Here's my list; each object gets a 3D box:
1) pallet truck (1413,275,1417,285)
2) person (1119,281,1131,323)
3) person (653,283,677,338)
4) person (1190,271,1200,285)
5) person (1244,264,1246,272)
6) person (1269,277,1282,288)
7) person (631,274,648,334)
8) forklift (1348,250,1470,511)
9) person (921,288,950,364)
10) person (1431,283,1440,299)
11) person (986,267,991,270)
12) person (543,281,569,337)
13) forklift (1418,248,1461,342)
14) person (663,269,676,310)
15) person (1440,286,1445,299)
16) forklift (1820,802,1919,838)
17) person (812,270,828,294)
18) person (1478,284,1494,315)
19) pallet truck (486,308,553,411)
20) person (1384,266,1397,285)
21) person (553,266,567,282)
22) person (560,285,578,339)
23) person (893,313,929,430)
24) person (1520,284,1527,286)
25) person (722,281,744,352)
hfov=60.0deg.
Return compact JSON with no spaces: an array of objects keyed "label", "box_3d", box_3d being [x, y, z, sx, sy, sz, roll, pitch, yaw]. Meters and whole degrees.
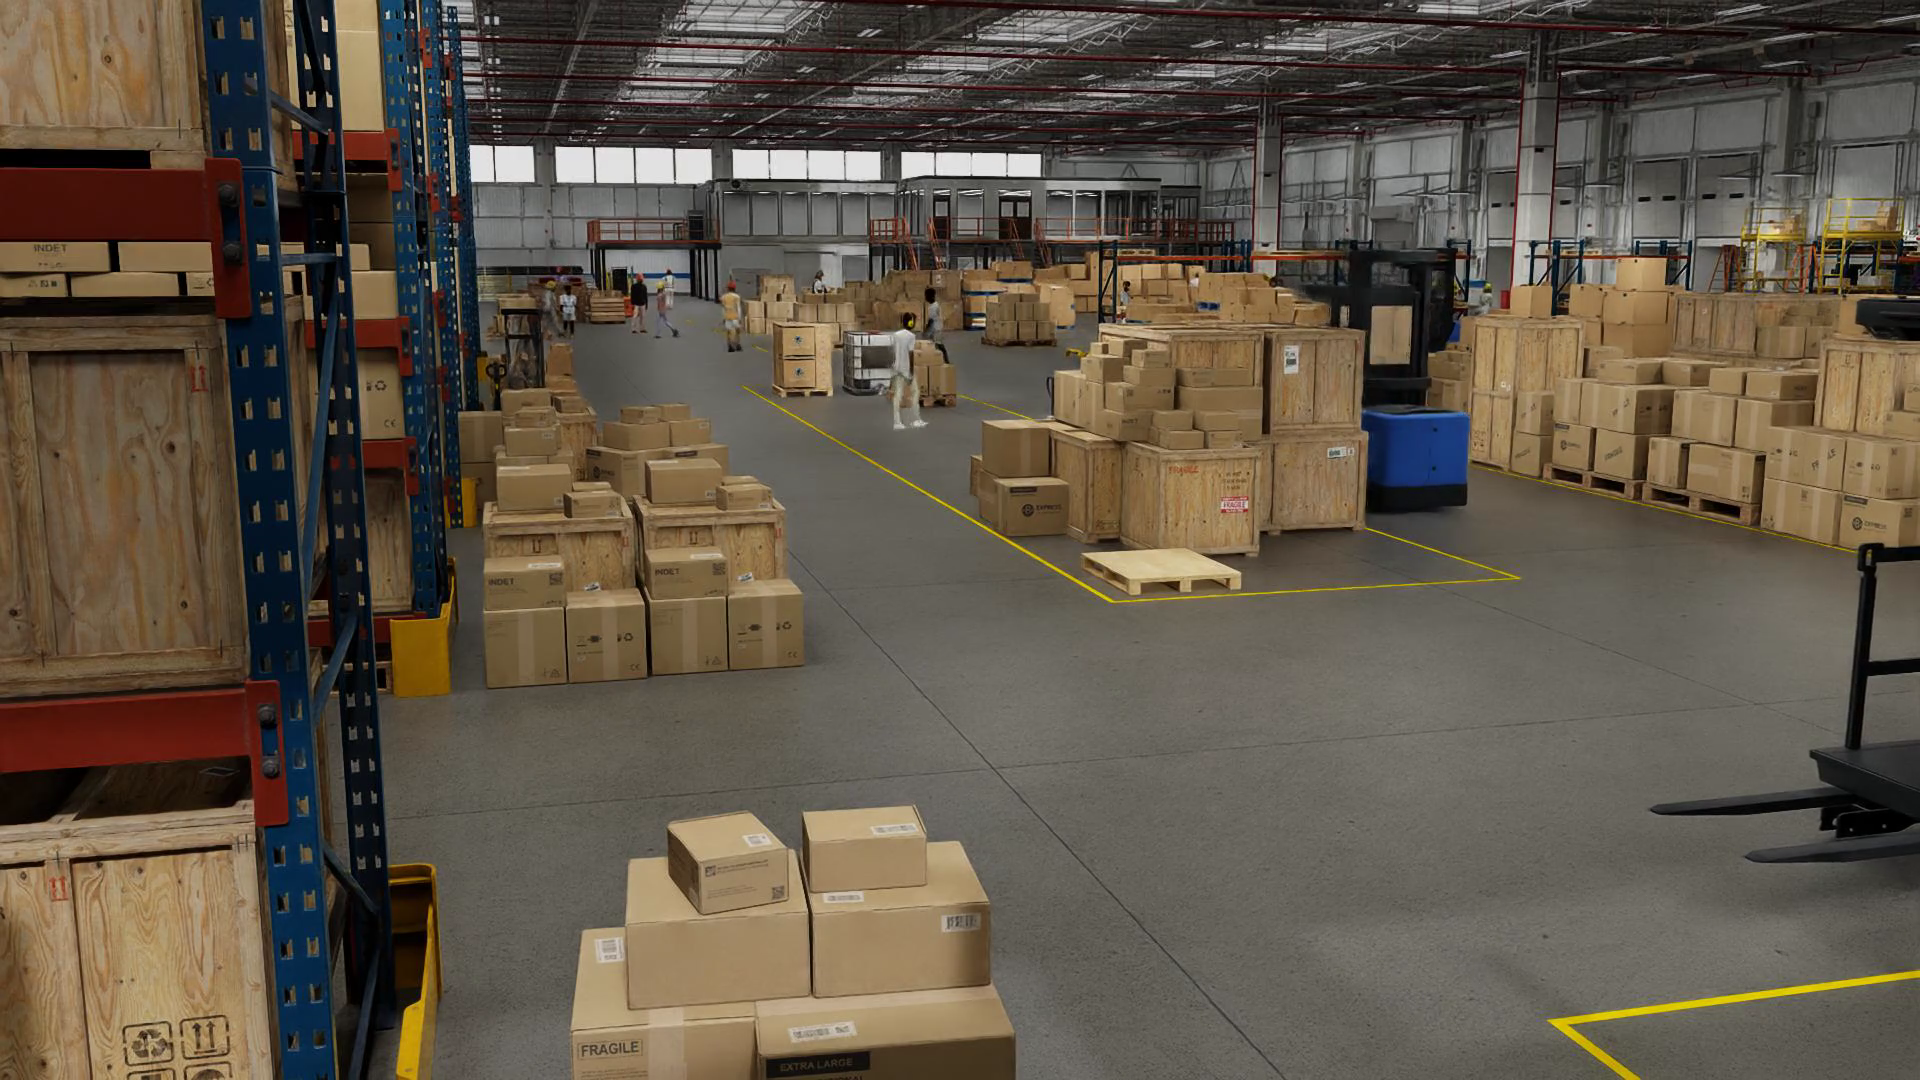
[{"label":"pallet truck","box_3d":[14.620,-7.324,52.145,0.823,1.965,1.885,8,13,40]},{"label":"person","box_3d":[4.831,-6.624,48.566,0.329,1.865,0.510,5,11,28]},{"label":"person","box_3d":[-9.246,-7.149,51.863,0.716,1.748,0.531,3,11,18]},{"label":"person","box_3d":[9.224,-9.465,64.513,0.634,1.914,0.754,3,11,19]},{"label":"person","box_3d":[15.946,-14.649,93.668,0.636,1.980,0.513,-4,11,-22]},{"label":"person","box_3d":[9.866,-7.327,52.414,0.671,1.909,0.633,4,11,23]},{"label":"person","box_3d":[-10.561,-7.789,54.857,0.625,1.980,0.445,-10,14,-43]},{"label":"forklift","box_3d":[4.765,-1.822,18.490,1.129,2.768,1.873,-3,10,-16]},{"label":"person","box_3d":[-0.662,-4.794,38.091,1.018,1.898,0.648,1,10,3]},{"label":"person","box_3d":[13.243,-6.258,46.517,0.977,1.866,0.598,3,10,16]},{"label":"person","box_3d":[1.203,-11.313,74.937,0.557,1.934,0.394,-4,11,-24]},{"label":"person","box_3d":[-12.865,-7.299,52.617,0.898,1.779,0.595,-2,10,-10]},{"label":"forklift","box_3d":[11.284,-5.529,39.481,1.873,2.768,1.129,-8,13,-37]},{"label":"person","box_3d":[-13.109,-11.297,75.084,0.582,1.855,0.882,-3,10,-15]},{"label":"person","box_3d":[14.602,-6.821,50.172,0.323,1.688,0.530,-4,11,-23]},{"label":"forklift","box_3d":[5.230,0.107,7.568,1.873,2.768,1.129,-3,10,-15]},{"label":"person","box_3d":[-4.895,-8.448,58.388,0.536,2.000,0.688,-4,11,-21]},{"label":"person","box_3d":[16.385,-7.084,51.623,0.900,1.690,0.510,-5,11,-26]},{"label":"pallet truck","box_3d":[-6.242,-2.418,24.362,0.823,1.965,1.885,1,10,3]},{"label":"person","box_3d":[20.838,-12.316,80.687,0.626,1.913,0.736,-1,10,-3]},{"label":"person","box_3d":[-17.008,-10.579,70.545,0.626,2.010,0.844,3,11,19]},{"label":"person","box_3d":[-12.095,-7.055,51.485,0.548,1.686,0.364,-4,11,-23]},{"label":"person","box_3d":[-0.791,-2.666,26.248,0.480,1.826,0.843,8,13,40]},{"label":"person","box_3d":[15.407,-6.095,45.637,0.429,1.842,0.626,5,11,26]},{"label":"person","box_3d":[-6.176,-6.093,45.402,0.571,1.913,0.780,3,10,15]}]
